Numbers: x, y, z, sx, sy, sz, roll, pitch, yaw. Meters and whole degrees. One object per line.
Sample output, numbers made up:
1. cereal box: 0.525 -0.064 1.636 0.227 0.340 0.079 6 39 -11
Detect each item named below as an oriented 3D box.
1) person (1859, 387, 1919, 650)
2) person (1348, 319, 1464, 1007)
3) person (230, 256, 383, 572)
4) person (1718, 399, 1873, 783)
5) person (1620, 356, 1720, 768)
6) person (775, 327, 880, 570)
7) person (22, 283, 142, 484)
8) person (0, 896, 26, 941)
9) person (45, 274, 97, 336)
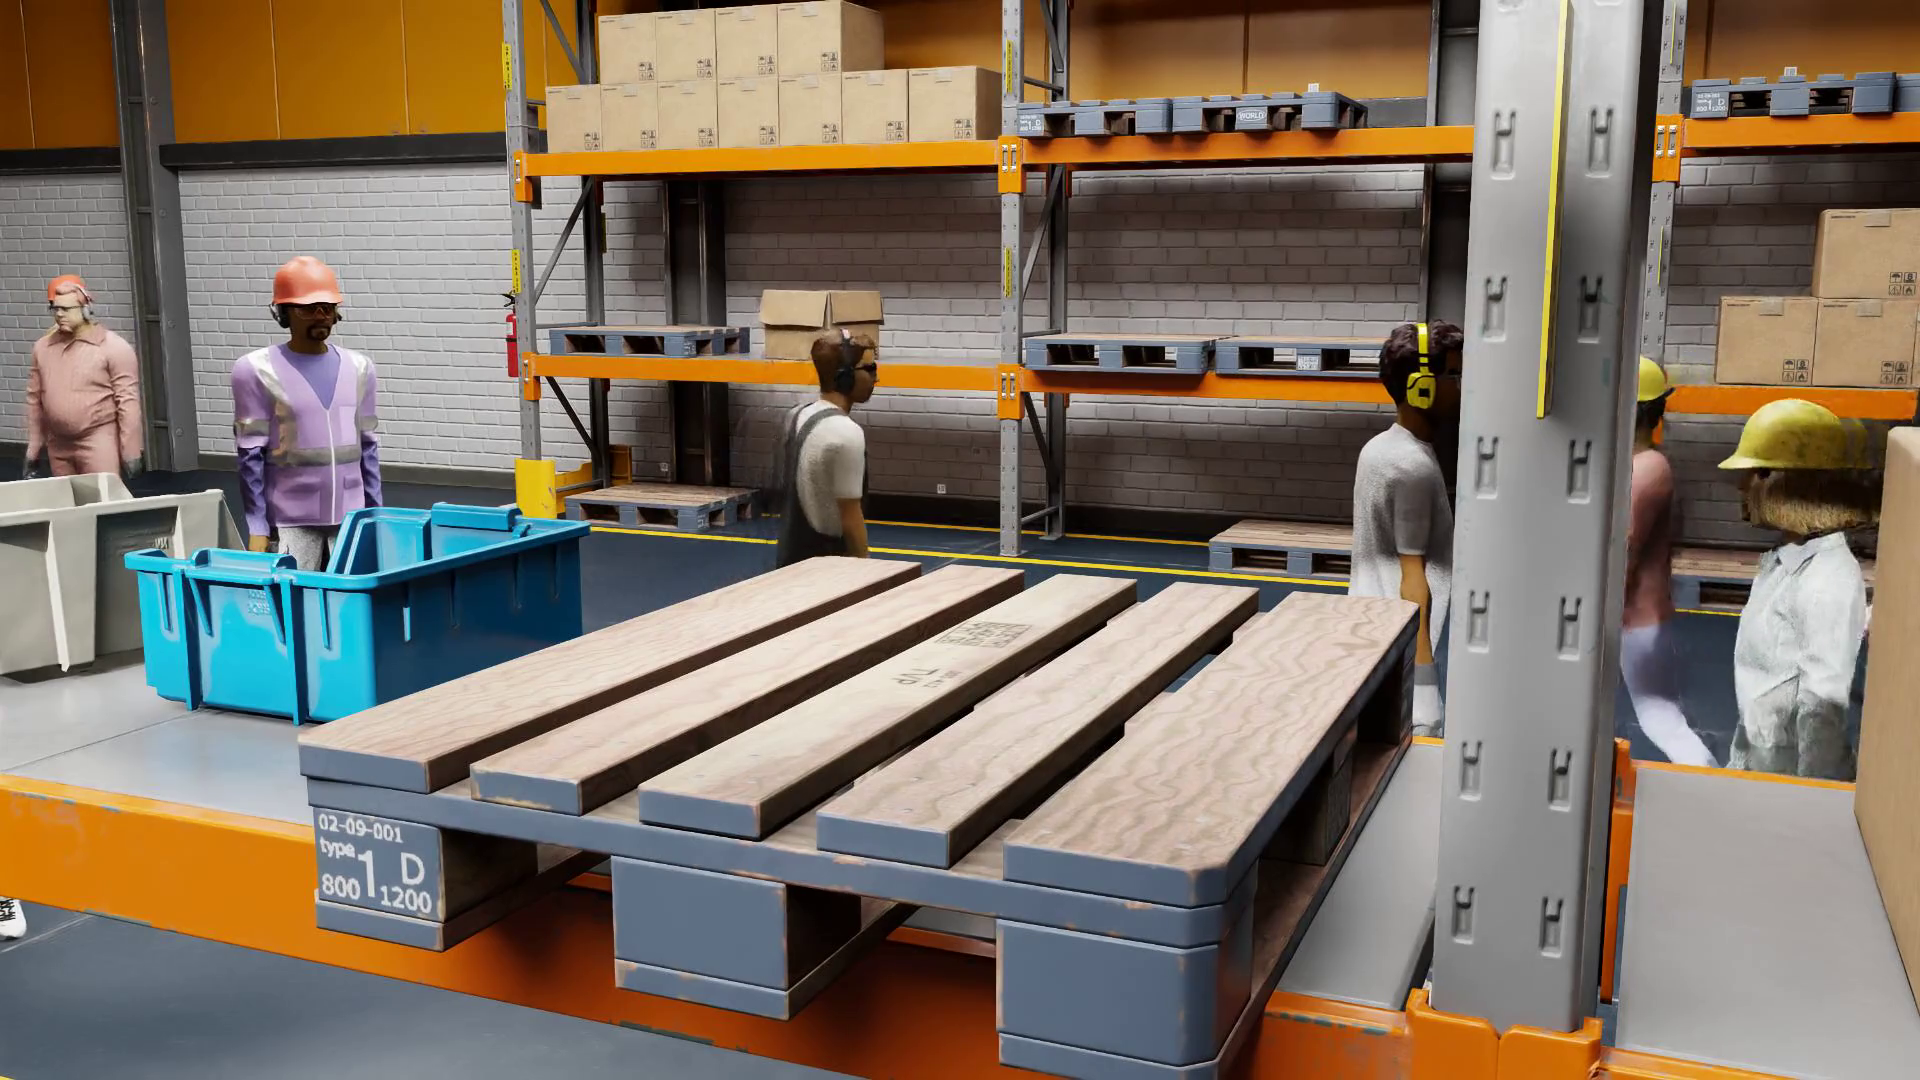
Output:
1. person: 4.204 -0.157 7.264 0.629 1.969 0.817 -7 12 -38
2. person: 1.221 0.337 4.566 0.335 1.873 0.521 1 9 3
3. person: -2.586 -0.109 6.717 0.377 2.045 0.605 8 12 40
4. person: 1.802 0.557 3.666 0.388 1.732 0.489 4 10 24
5. person: 2.248 0.244 5.538 0.888 1.727 0.522 2 10 12
6. person: -0.559 0.135 6.004 0.934 1.808 0.522 -4 10 -20
7. person: -5.195 -0.564 9.863 0.672 1.906 0.403 2 10 12
8. person: -3.017 0.405 4.895 0.498 1.629 0.286 -3 10 -16
9. person: -6.082 -0.849 11.462 0.360 1.939 0.543 -6 11 -31
